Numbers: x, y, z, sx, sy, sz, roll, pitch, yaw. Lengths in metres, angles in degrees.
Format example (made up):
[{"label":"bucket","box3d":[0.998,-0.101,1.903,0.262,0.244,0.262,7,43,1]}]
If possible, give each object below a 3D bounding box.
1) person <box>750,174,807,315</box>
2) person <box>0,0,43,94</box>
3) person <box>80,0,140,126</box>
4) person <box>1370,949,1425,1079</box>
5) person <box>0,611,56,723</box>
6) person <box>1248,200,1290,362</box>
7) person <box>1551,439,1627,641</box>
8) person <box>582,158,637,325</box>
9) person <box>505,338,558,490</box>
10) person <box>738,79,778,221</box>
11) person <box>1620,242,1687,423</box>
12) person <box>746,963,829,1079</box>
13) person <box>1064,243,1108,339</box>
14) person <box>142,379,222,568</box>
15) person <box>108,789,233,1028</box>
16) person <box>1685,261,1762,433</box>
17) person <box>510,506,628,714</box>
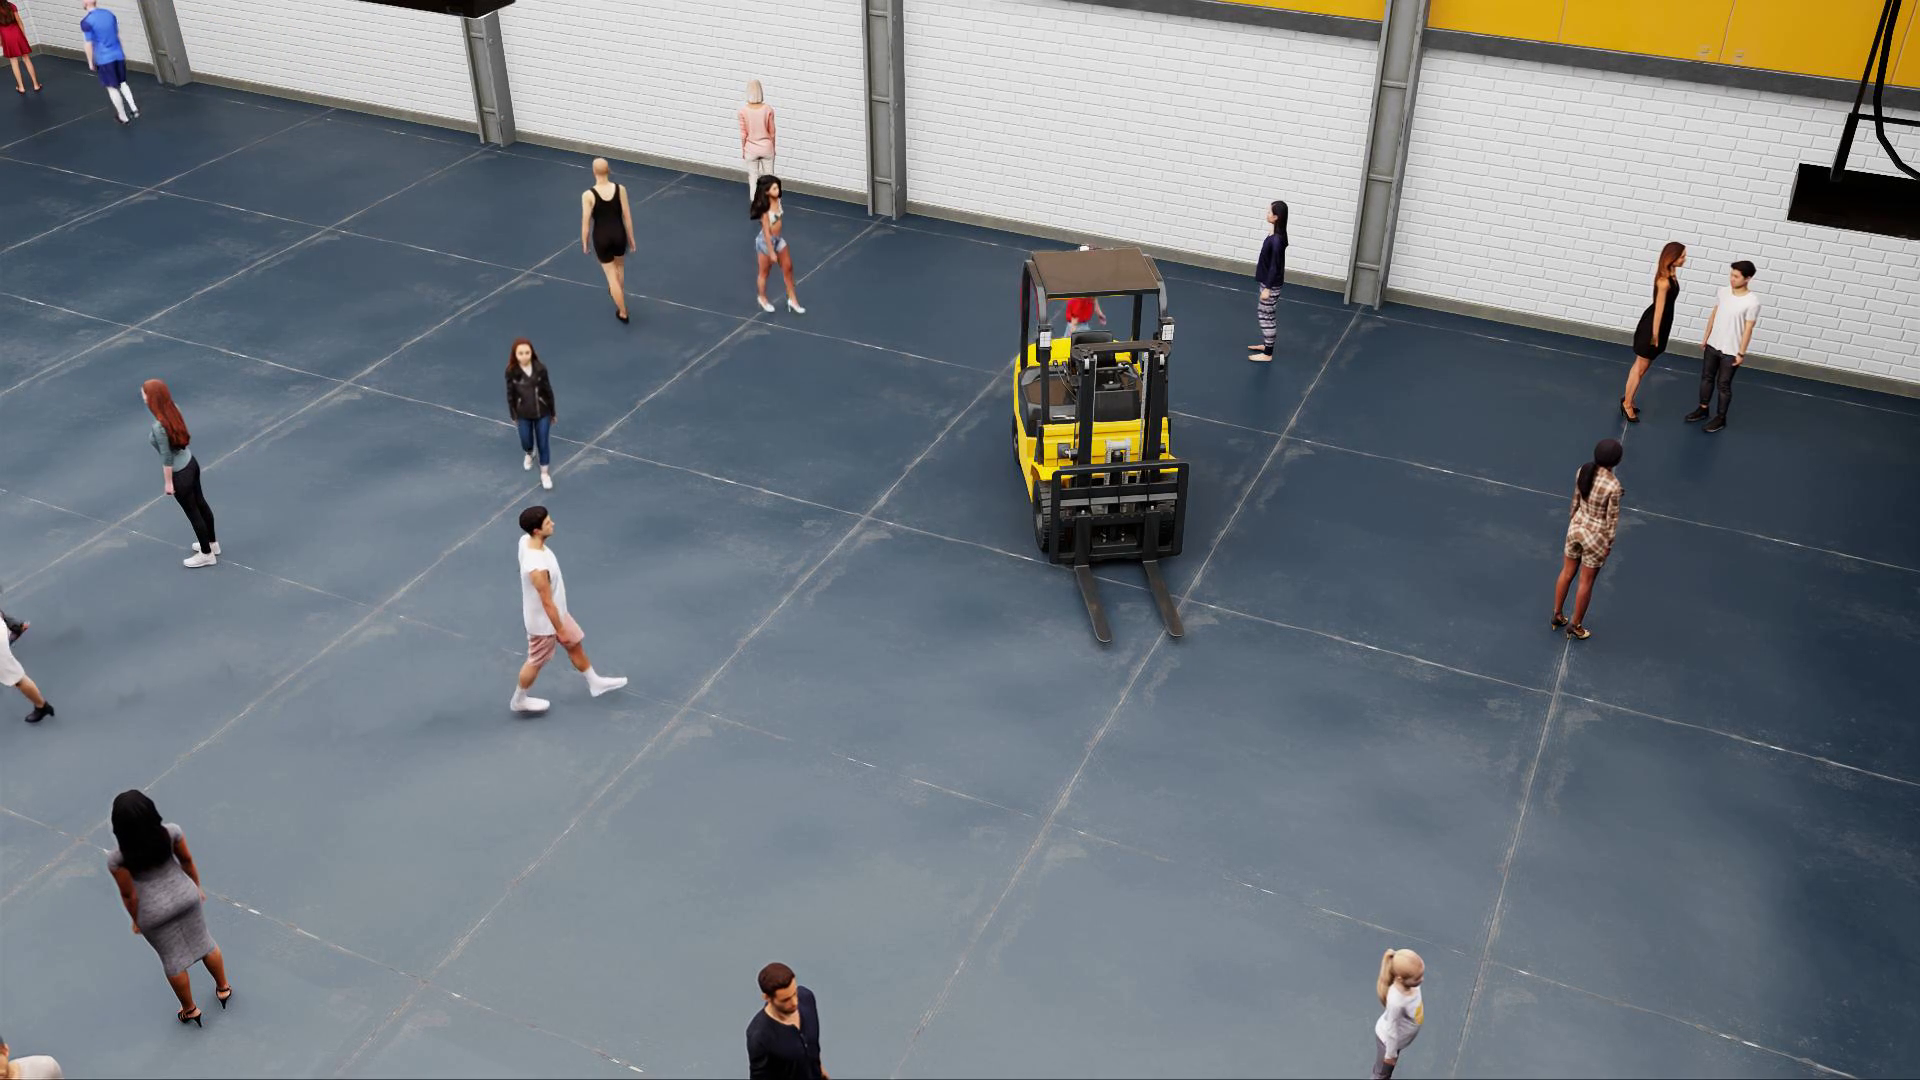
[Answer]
[{"label":"person","box3d":[-2.107,-3.180,17.955,0.778,1.603,0.564,16,37,22]},{"label":"person","box3d":[-13.810,-7.322,24.233,0.677,1.553,0.736,-18,37,-25]},{"label":"person","box3d":[-11.681,-6.620,22.924,0.619,1.831,0.688,16,37,23]},{"label":"person","box3d":[2.420,2.765,9.304,0.499,1.279,0.487,16,37,22]},{"label":"person","box3d":[-6.986,0.735,12.135,0.997,1.526,0.905,-9,35,-13]},{"label":"person","box3d":[3.194,-2.666,17.063,0.604,1.734,0.657,6,34,9]},{"label":"person","box3d":[4.910,-0.005,13.005,0.740,1.795,0.660,-17,37,-23]},{"label":"person","box3d":[-3.699,-3.156,17.746,0.975,1.794,1.092,-19,38,-26]},{"label":"person","box3d":[-3.880,-1.190,15.081,0.795,1.470,0.845,-9,35,-14]},{"label":"person","box3d":[-2.443,-4.750,20.207,0.651,1.725,0.741,-6,34,-9]},{"label":"person","box3d":[6.660,-2.000,15.971,0.520,1.834,0.578,15,36,21]},{"label":"person","box3d":[-0.890,2.858,8.641,0.571,1.858,0.680,21,39,28]},{"label":"person","box3d":[1.086,-2.117,16.311,1.188,1.653,0.866,4,34,5]},{"label":"person","box3d":[-6.505,-0.566,13.895,0.677,1.743,0.662,-1,34,-1]},{"label":"person","box3d":[-4.640,2.159,9.761,0.627,1.781,0.648,29,43,36]},{"label":"person","box3d":[7.338,-1.874,15.890,0.764,1.714,0.685,-15,37,-22]},{"label":"person","box3d":[-3.120,0.570,12.187,1.201,1.744,1.090,-8,35,-12]}]
